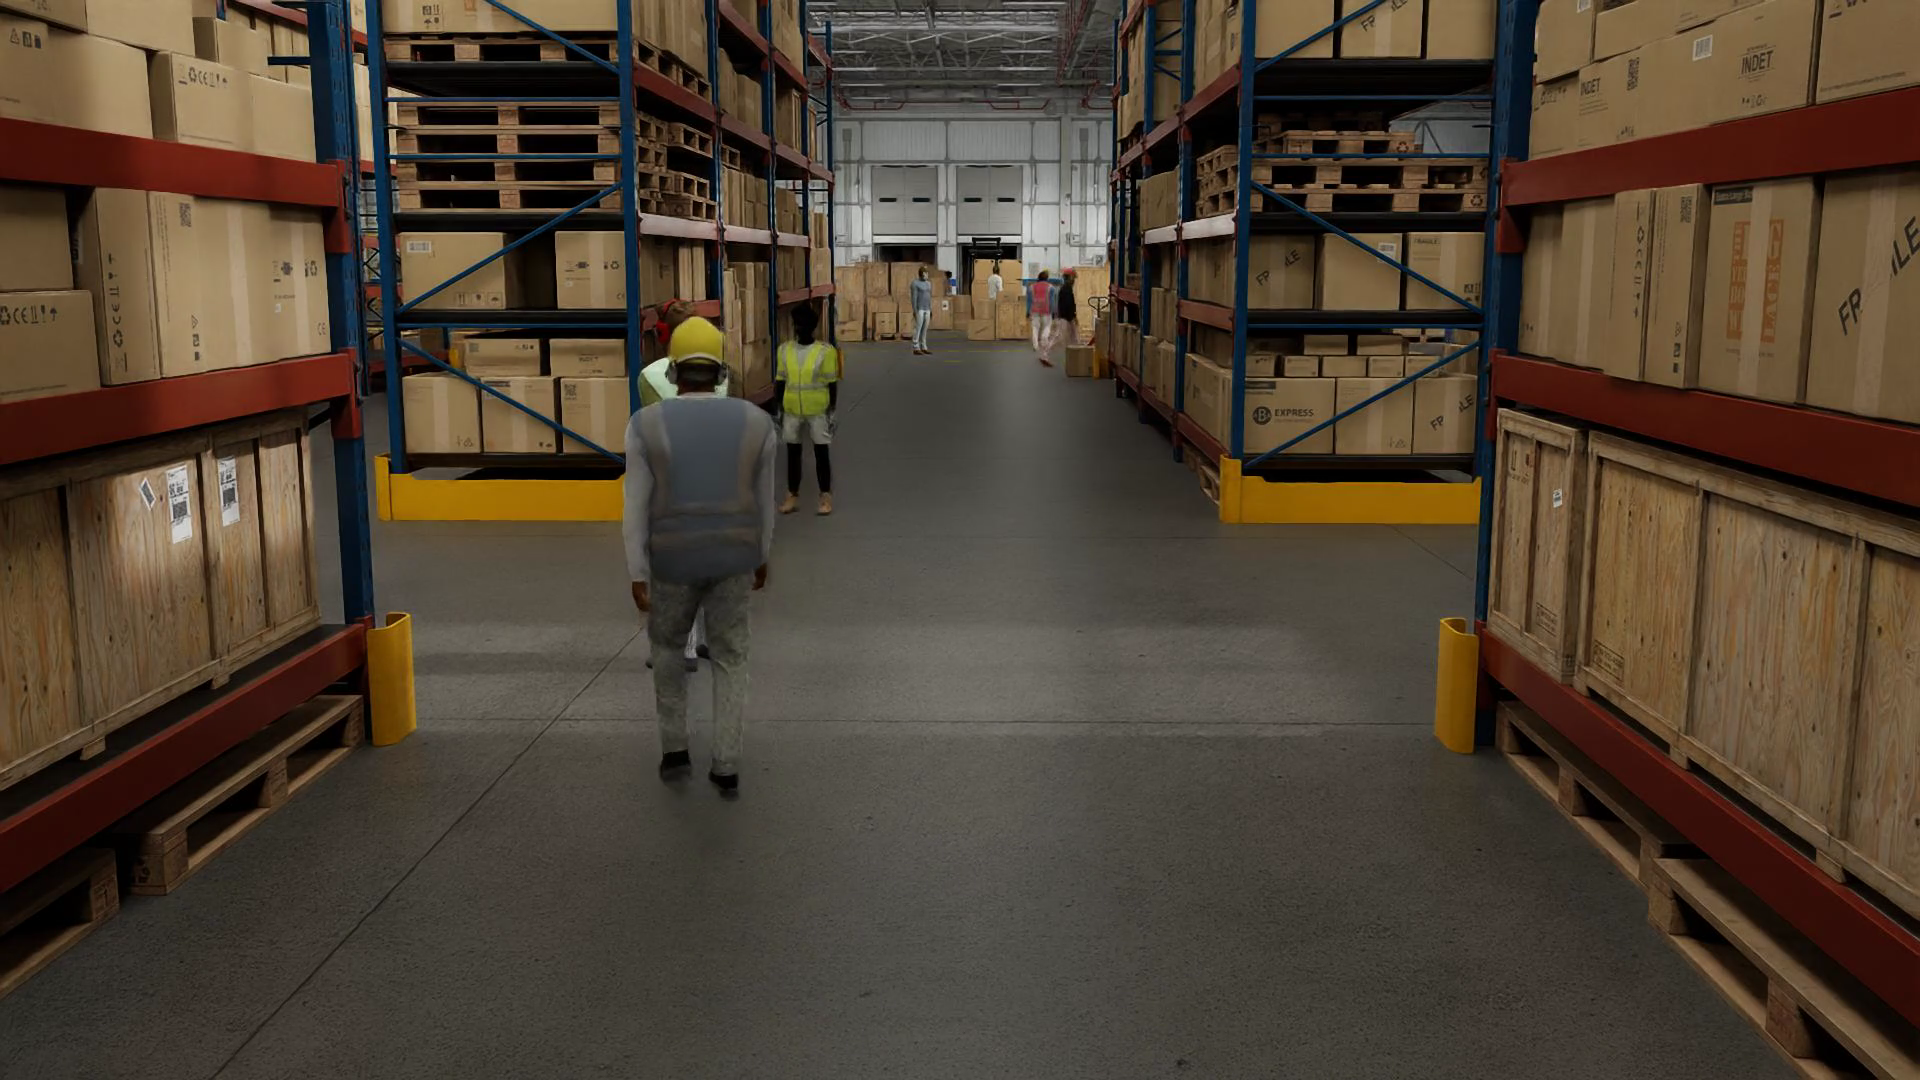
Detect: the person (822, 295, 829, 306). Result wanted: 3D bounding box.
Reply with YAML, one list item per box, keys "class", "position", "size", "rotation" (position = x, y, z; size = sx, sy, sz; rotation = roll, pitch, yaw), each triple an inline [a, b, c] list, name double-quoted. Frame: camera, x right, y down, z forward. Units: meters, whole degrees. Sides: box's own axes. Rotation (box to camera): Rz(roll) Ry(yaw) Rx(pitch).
- class: "person"
  position: [-2.946, -4.622, 34.857]
  size: [0.613, 1.665, 0.551]
  rotation: [6, 11, 31]

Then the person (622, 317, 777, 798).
- class: "person"
  position: [-0.991, 0.067, 6.355]
  size: [0.599, 1.817, 0.543]
  rotation: [-3, 10, -17]

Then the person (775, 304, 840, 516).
- class: "person"
  position: [-1.227, -1.034, 13.297]
  size: [0.540, 1.695, 0.317]
  rotation: [3, 10, 15]

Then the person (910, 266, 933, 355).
- class: "person"
  position: [-0.831, -5.027, 36.489]
  size: [0.371, 1.941, 0.627]
  rotation: [7, 12, 38]

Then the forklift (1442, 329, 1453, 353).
- class: "forklift"
  position: [10.443, -4.777, 32.174]
  size: [1.873, 2.768, 1.129]
  rotation: [0, 9, 1]

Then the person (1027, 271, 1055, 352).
- class: "person"
  position: [1.849, -5.156, 37.610]
  size: [0.686, 1.811, 0.663]
  rotation: [3, 10, 18]

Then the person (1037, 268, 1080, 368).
- class: "person"
  position: [1.994, -4.264, 31.958]
  size: [1.048, 1.929, 0.631]
  rotation: [1, 10, 8]

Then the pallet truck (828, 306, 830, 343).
- class: "pallet truck"
  position: [-3.100, -3.940, 29.800]
  size: [1.885, 1.965, 0.823]
  rotation: [3, 10, 19]

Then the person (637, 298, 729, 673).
- class: "person"
  position: [-1.346, -0.264, 8.239]
  size: [0.372, 1.843, 0.570]
  rotation: [6, 11, 34]

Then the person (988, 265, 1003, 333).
- class: "person"
  position: [1.037, -6.885, 47.613]
  size: [0.362, 1.939, 0.635]
  rotation: [-6, 11, -31]

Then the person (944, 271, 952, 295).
- class: "person"
  position: [-0.440, -9.677, 65.072]
  size: [0.445, 1.678, 0.549]
  rotation: [2, 10, 9]

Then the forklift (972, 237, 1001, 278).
- class: "forklift"
  position: [0.842, -8.322, 53.409]
  size: [1.129, 2.768, 1.873]
  rotation: [0, 9, 1]
